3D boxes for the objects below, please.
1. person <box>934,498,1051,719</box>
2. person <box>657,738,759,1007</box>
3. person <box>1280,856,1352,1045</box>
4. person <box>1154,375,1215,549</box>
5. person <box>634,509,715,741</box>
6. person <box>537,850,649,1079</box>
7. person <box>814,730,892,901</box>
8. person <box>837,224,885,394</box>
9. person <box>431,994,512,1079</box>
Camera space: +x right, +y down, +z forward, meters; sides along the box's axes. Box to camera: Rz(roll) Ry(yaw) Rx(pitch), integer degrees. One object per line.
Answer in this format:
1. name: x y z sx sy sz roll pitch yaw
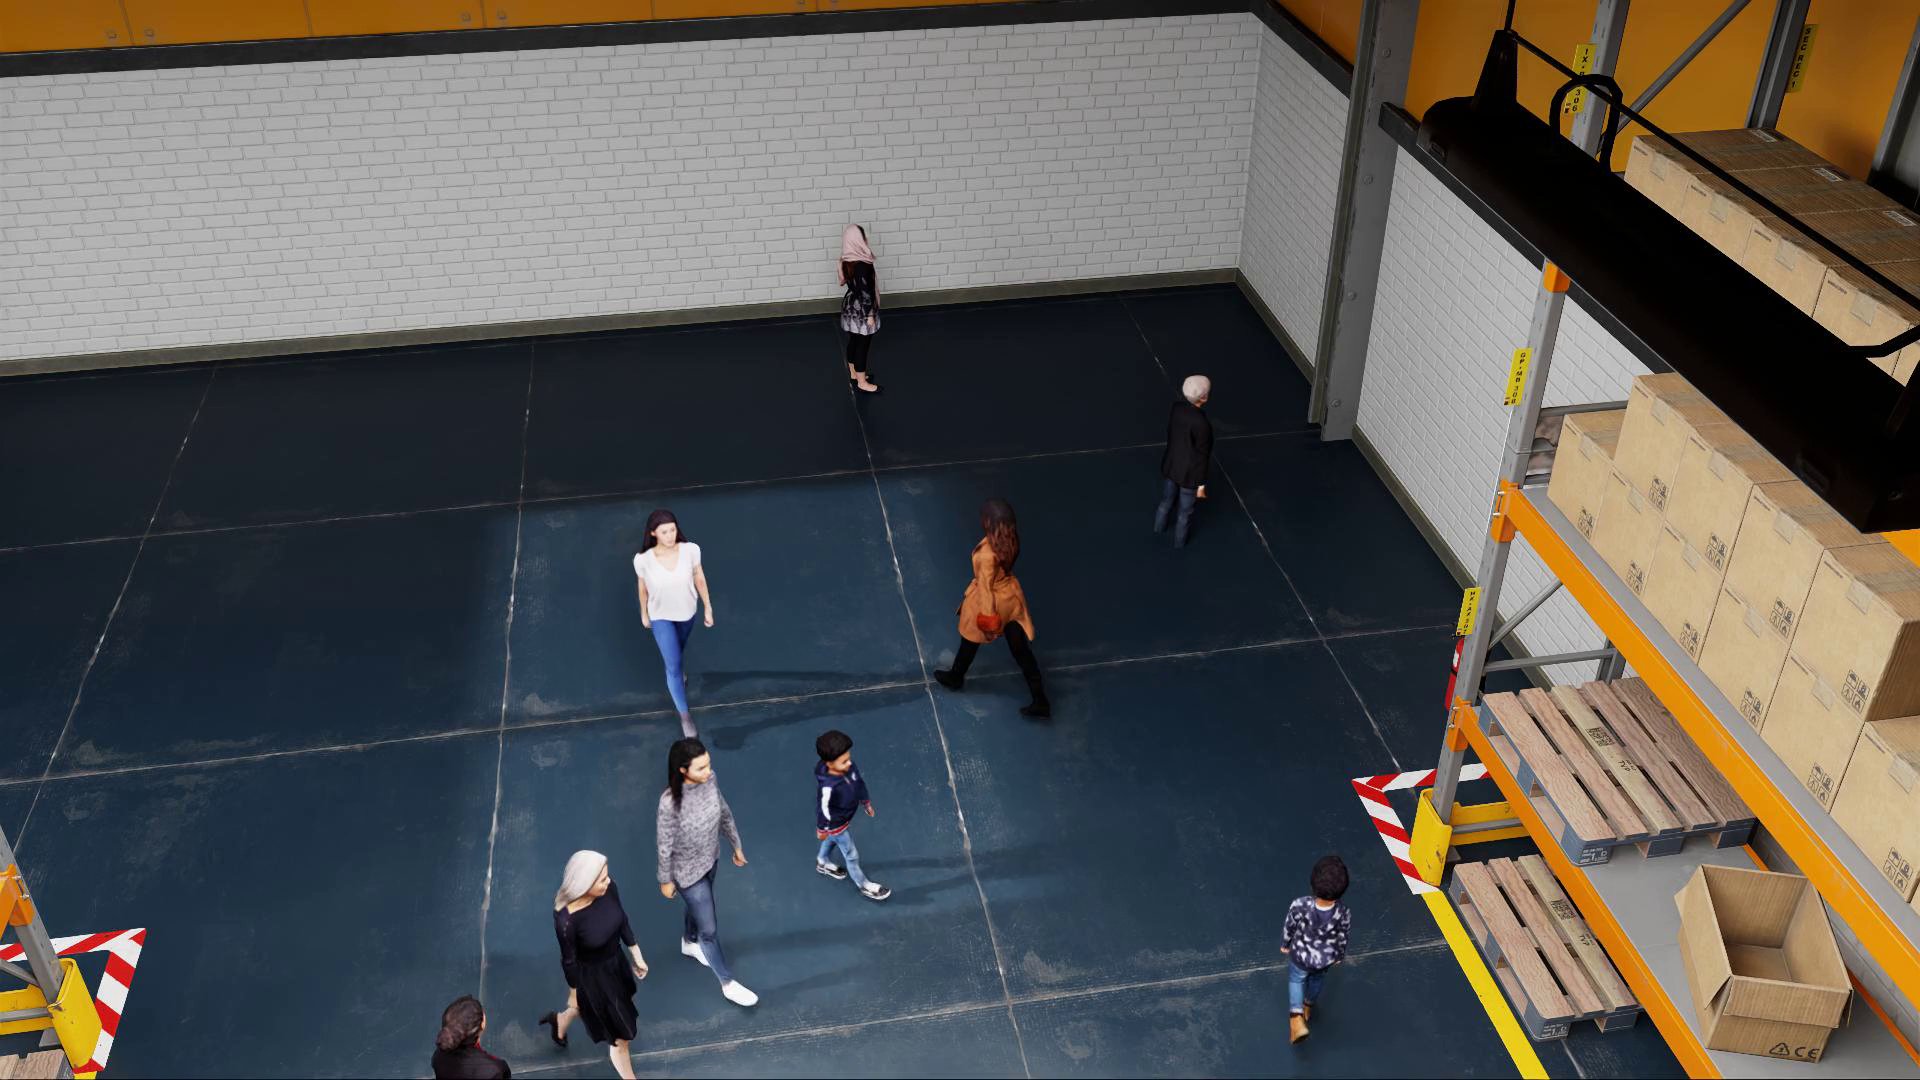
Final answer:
1. person: 0.332 0.512 11.275 1.250 1.670 1.211 19 38 26
2. person: -1.539 1.769 9.344 1.027 1.715 0.979 20 39 27
3. person: 1.923 2.243 9.058 0.633 1.242 0.796 5 34 8
4. person: 1.749 -0.535 13.316 0.759 1.776 0.720 -16 37 -22
5. person: -1.972 0.477 11.356 0.843 1.639 1.202 -15 37 -22
6. person: -1.929 2.241 8.632 1.012 1.718 1.075 14 36 20
7. person: -0.778 1.625 10.030 0.815 1.196 0.810 13 36 18
8. person: -0.926 -2.137 15.290 0.730 1.639 0.612 -11 35 -17
9. person: -2.245 2.880 7.775 0.772 1.602 0.847 16 37 23
